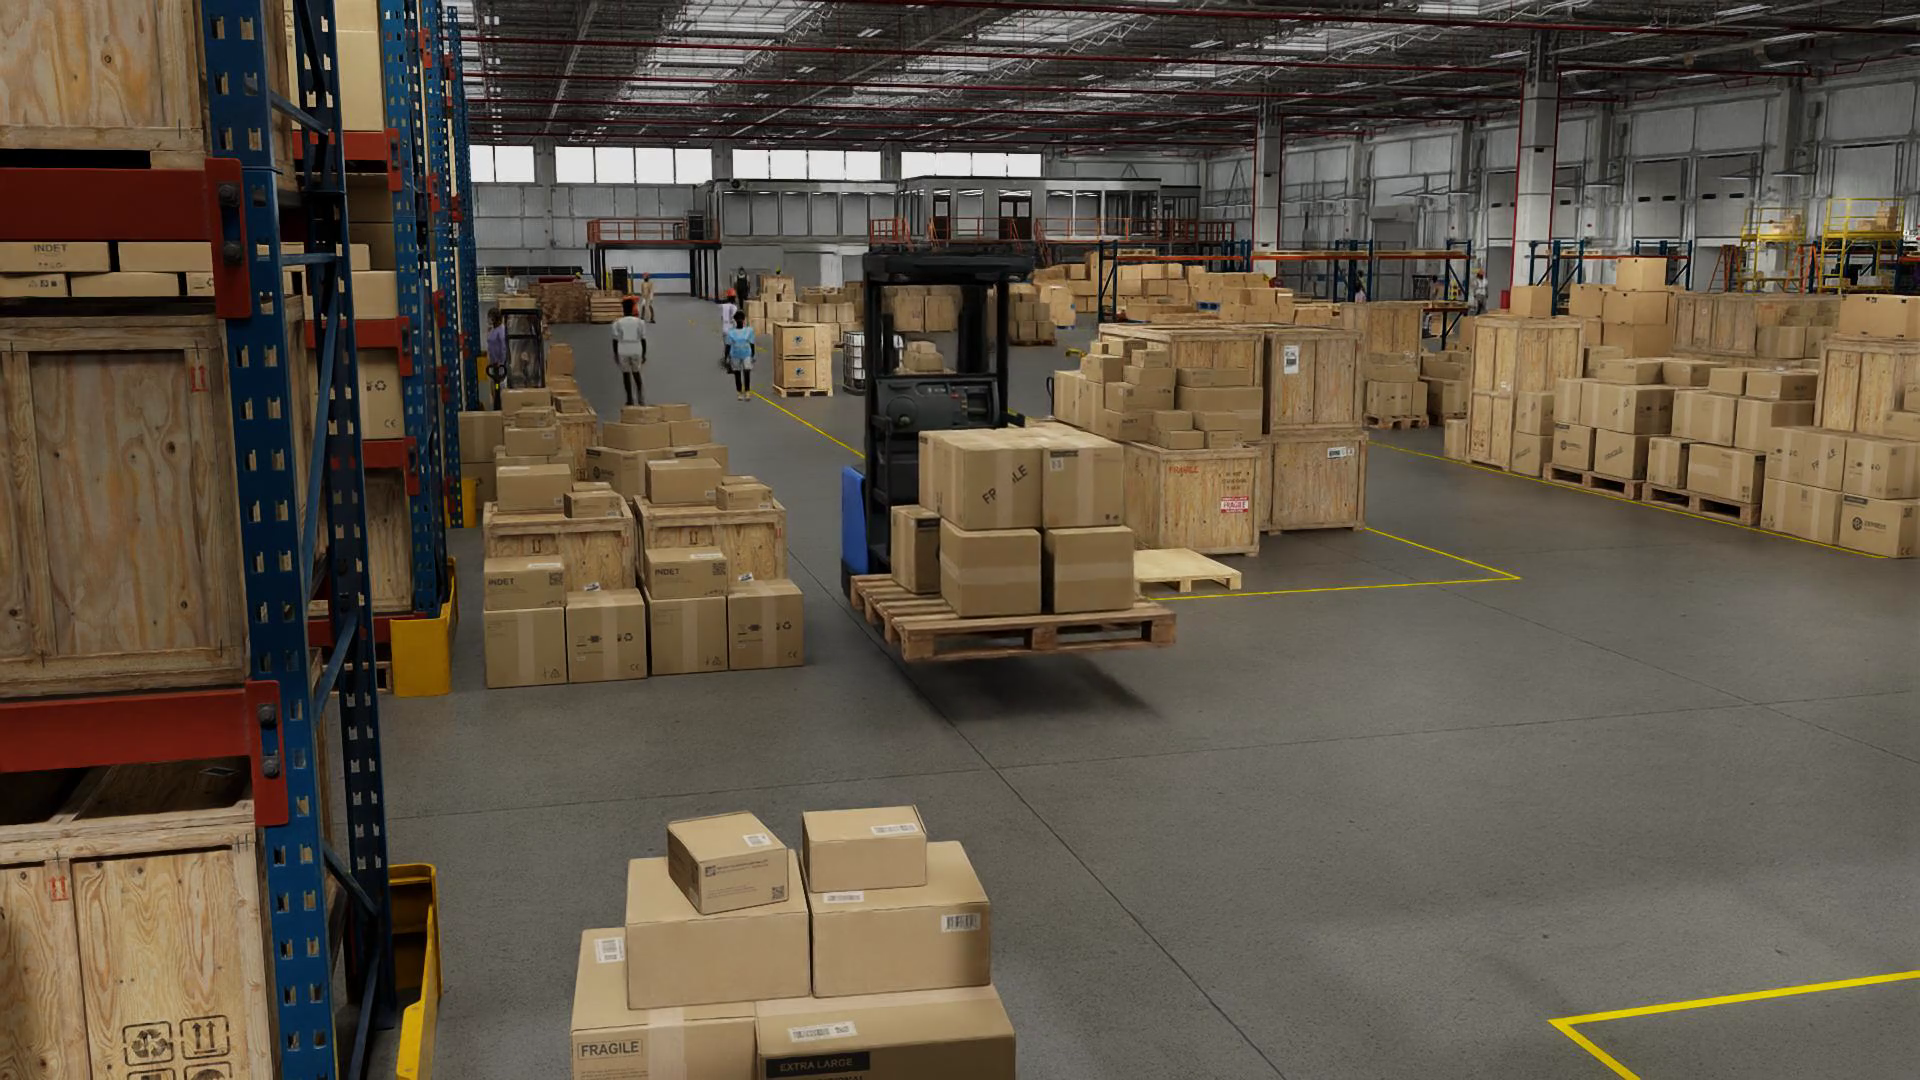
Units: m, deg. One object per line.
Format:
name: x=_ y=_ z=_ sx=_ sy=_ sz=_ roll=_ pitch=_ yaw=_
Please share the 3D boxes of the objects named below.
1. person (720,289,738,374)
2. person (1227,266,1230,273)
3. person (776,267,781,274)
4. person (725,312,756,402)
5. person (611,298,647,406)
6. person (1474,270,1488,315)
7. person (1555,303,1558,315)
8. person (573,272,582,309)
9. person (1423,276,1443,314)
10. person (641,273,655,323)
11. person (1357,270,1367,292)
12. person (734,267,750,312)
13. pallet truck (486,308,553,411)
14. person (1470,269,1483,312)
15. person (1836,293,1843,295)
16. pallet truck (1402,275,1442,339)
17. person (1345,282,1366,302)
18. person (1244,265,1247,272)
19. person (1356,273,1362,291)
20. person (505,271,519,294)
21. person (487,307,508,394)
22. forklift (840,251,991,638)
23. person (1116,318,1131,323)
person: x=-5.164 y=-4.714 z=37.582 sx=0.540 sy=1.920 sz=0.400 roll=8 pitch=13 yaw=39
person: x=12.683 y=-12.027 z=78.929 sx=0.605 sy=1.943 sz=0.402 roll=3 pitch=11 yaw=18
person: x=-8.138 y=-11.257 z=74.613 sx=0.586 sy=1.928 sz=0.365 roll=4 pitch=11 yaw=20
person: x=-4.056 y=-3.371 z=30.695 sx=0.552 sy=1.652 sz=0.864 roll=-1 pitch=10 yaw=-5
person: x=-5.950 y=-3.363 z=29.883 sx=0.602 sy=1.940 sz=0.491 roll=-4 pitch=11 yaw=-21
person: x=21.358 y=-10.129 z=68.257 sx=0.547 sy=1.923 sz=0.681 roll=0 pitch=10 yaw=0
person: x=17.467 y=-6.734 z=49.163 sx=0.568 sy=1.878 sz=0.351 roll=-8 pitch=13 yaw=-37
person: x=-16.585 y=-10.754 z=72.245 sx=0.325 sy=1.760 sz=0.523 roll=6 pitch=12 yaw=32
person: x=20.035 y=-10.334 z=70.192 sx=0.888 sy=1.644 sz=0.536 roll=-4 pitch=11 yaw=-21
person: x=-11.668 y=-8.997 z=61.938 sx=0.567 sy=1.882 sz=0.978 roll=4 pitch=11 yaw=21
person: x=17.595 y=-10.989 z=73.356 sx=0.485 sy=1.829 sz=0.639 roll=-9 pitch=13 yaw=-41
person: x=-9.544 y=-10.986 z=72.759 sx=0.693 sy=2.000 sz=1.045 roll=0 pitch=10 yaw=-2
pallet truck: x=-6.242 y=-2.418 z=24.362 sx=0.823 sy=1.965 sz=1.885 roll=1 pitch=10 yaw=3
person: x=22.761 y=-10.970 z=73.131 sx=0.602 sy=1.885 sz=0.972 roll=-4 pitch=11 yaw=-21
person: x=18.010 y=-4.105 z=34.139 sx=0.699 sy=1.922 sz=0.490 roll=-2 pitch=10 yaw=-10
pallet truck: x=14.620 y=-7.324 z=52.145 sx=0.823 sy=1.965 sz=1.885 roll=8 pitch=13 yaw=40
person: x=11.522 y=-6.588 z=48.442 sx=0.619 sy=1.838 sz=0.430 roll=-1 pitch=10 yaw=-8
person: x=13.478 y=-12.030 z=78.800 sx=0.396 sy=1.993 sz=0.618 roll=0 pitch=10 yaw=1
person: x=16.622 y=-10.313 z=69.739 sx=0.329 sy=1.765 sz=0.525 roll=-8 pitch=13 yaw=-38
person: x=-19.084 y=-10.548 z=70.890 sx=0.582 sy=1.839 sz=0.977 roll=-2 pitch=10 yaw=-13
person: x=-7.157 y=-2.645 z=25.815 sx=0.372 sy=1.940 sz=0.630 roll=-6 pitch=12 yaw=-32
forklift: x=-0.257 y=-0.821 z=12.822 sx=1.129 sy=2.768 sz=1.873 roll=-3 pitch=10 yaw=-15
person: x=2.275 y=-2.068 z=22.677 sx=0.891 sy=1.882 sz=0.609 roll=9 pitch=13 yaw=42
